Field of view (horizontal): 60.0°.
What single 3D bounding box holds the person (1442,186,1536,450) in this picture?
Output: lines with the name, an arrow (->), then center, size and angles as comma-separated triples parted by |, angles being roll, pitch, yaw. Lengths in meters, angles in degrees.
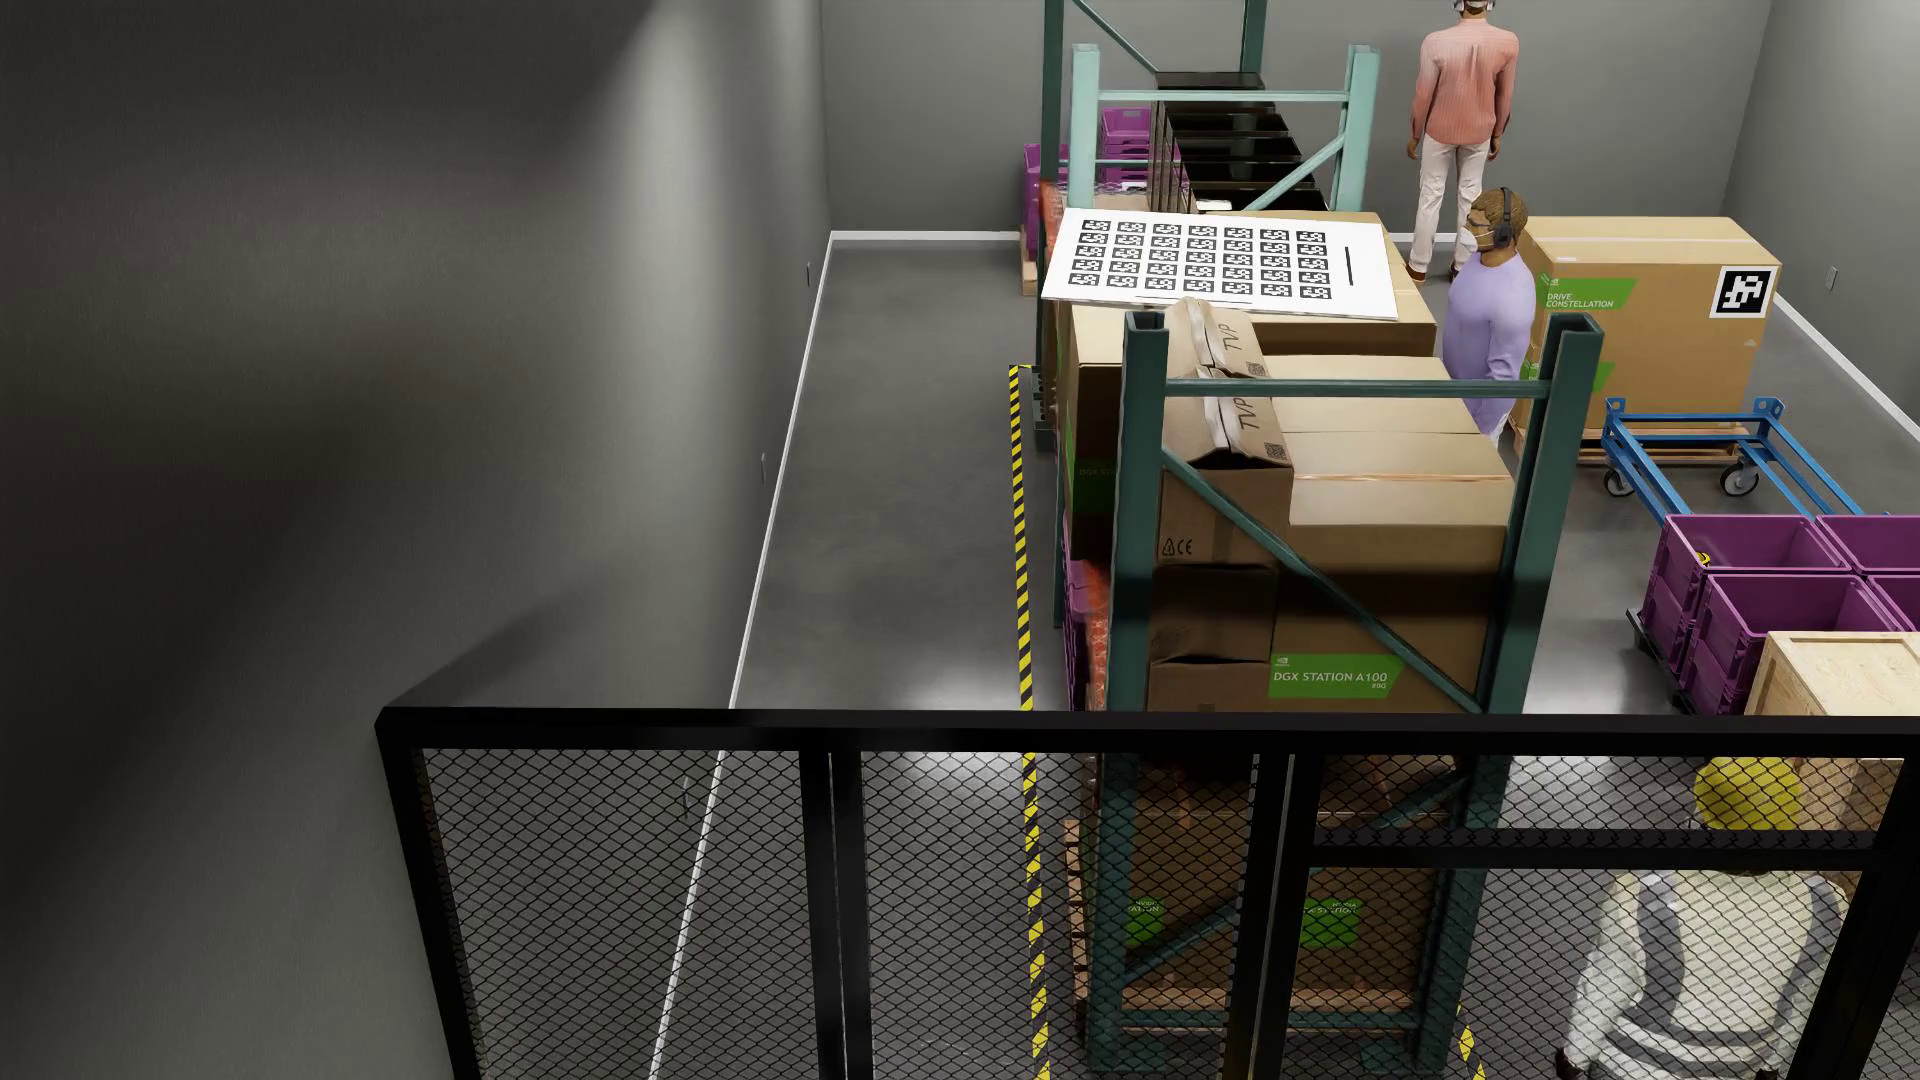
person -> 2.200, -0.588, 7.192 | 0.373, 1.940, 0.629 | 0, 31, 1

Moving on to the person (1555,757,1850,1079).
person -> 1.814, 1.264, 4.217 | 0.586, 1.833, 0.403 | 0, 31, 1

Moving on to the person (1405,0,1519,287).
person -> 3.111, -2.560, 10.420 | 0.608, 1.989, 0.387 | 0, 31, 1
